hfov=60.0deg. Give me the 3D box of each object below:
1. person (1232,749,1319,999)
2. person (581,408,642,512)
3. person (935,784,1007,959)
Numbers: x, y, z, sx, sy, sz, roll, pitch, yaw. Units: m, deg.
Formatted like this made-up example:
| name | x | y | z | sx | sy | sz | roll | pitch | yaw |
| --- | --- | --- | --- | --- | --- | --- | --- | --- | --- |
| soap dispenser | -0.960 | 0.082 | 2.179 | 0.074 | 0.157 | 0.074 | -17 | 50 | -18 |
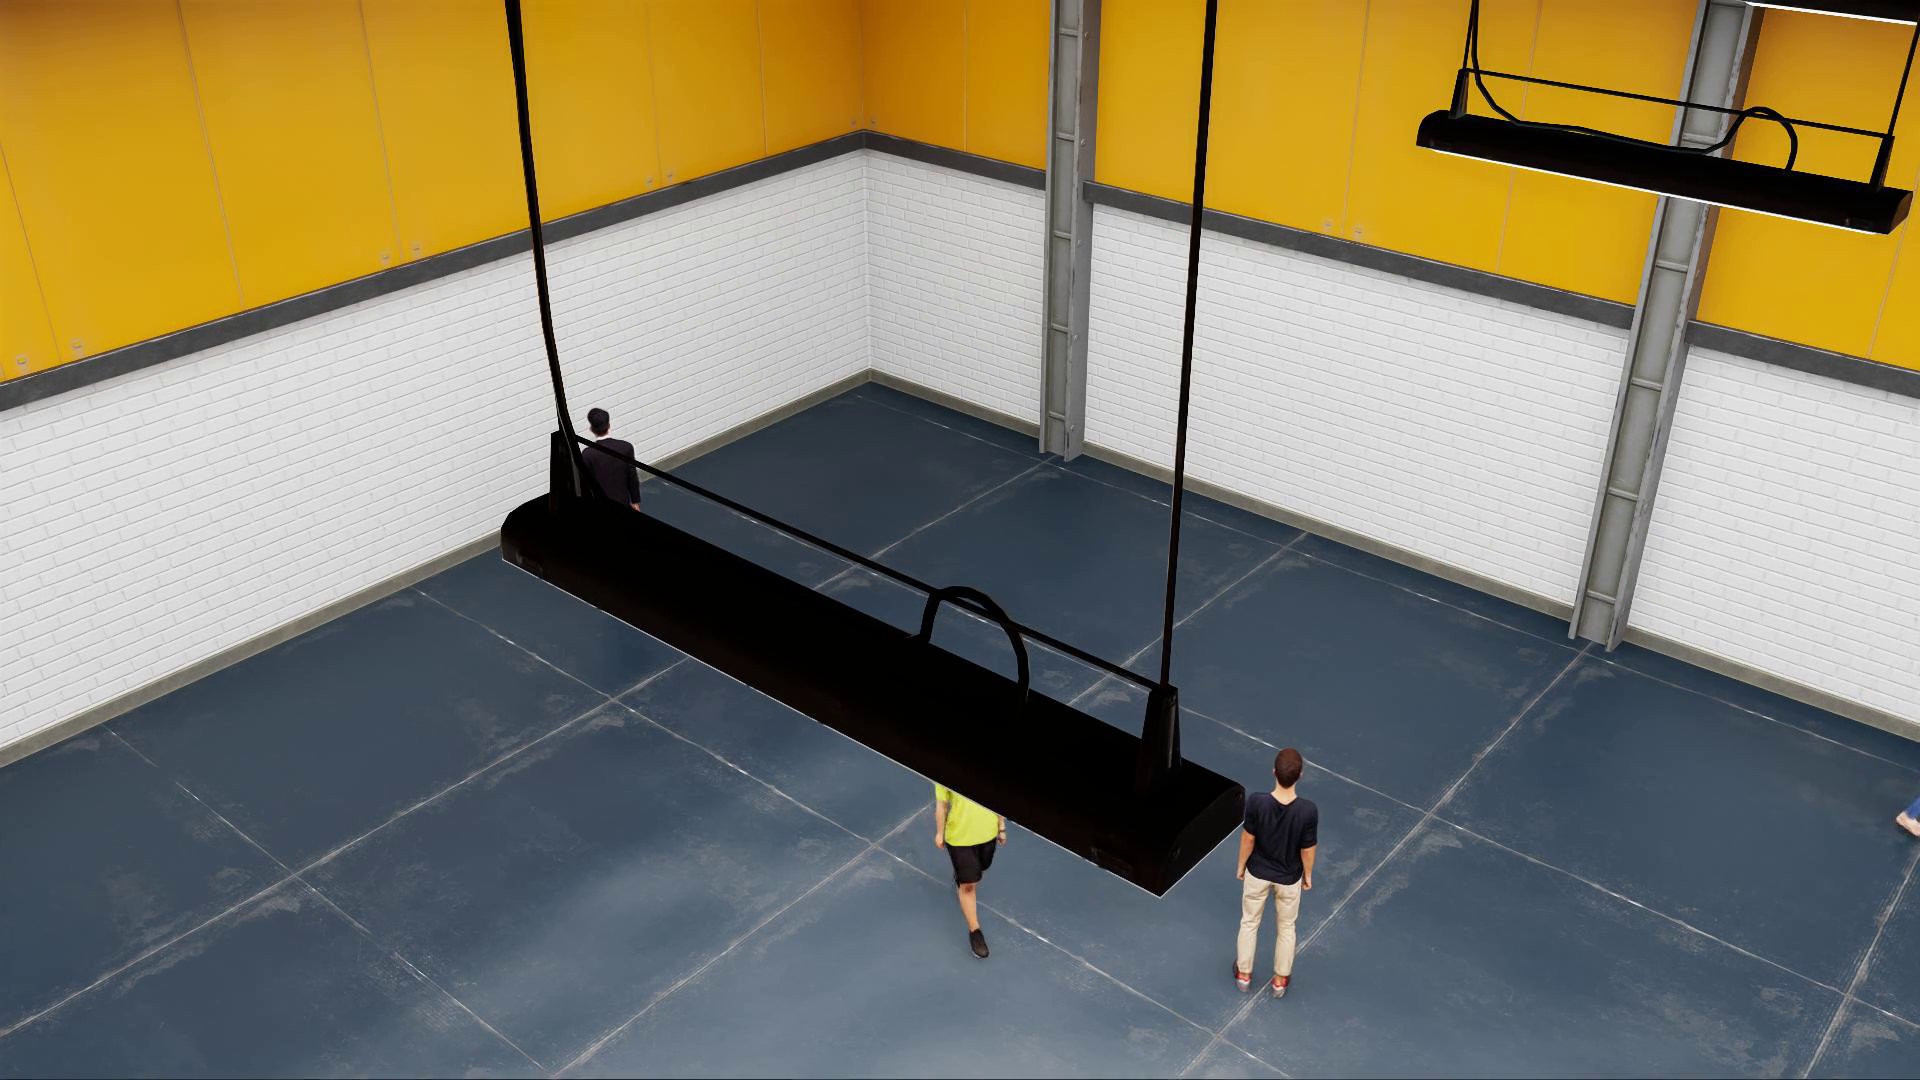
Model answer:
| name | x | y | z | sx | sy | sz | roll | pitch | yaw |
| --- | --- | --- | --- | --- | --- | --- | --- | --- | --- |
| person | 2.018 | 2.145 | 10.680 | 0.647 | 1.854 | 0.768 | 5 | 29 | 9 |
| person | -3.188 | -0.317 | 15.166 | 0.751 | 1.880 | 0.647 | -19 | 34 | -31 |
| person | 0.054 | 1.923 | 11.273 | 0.978 | 1.676 | 1.169 | -10 | 30 | -18 |
